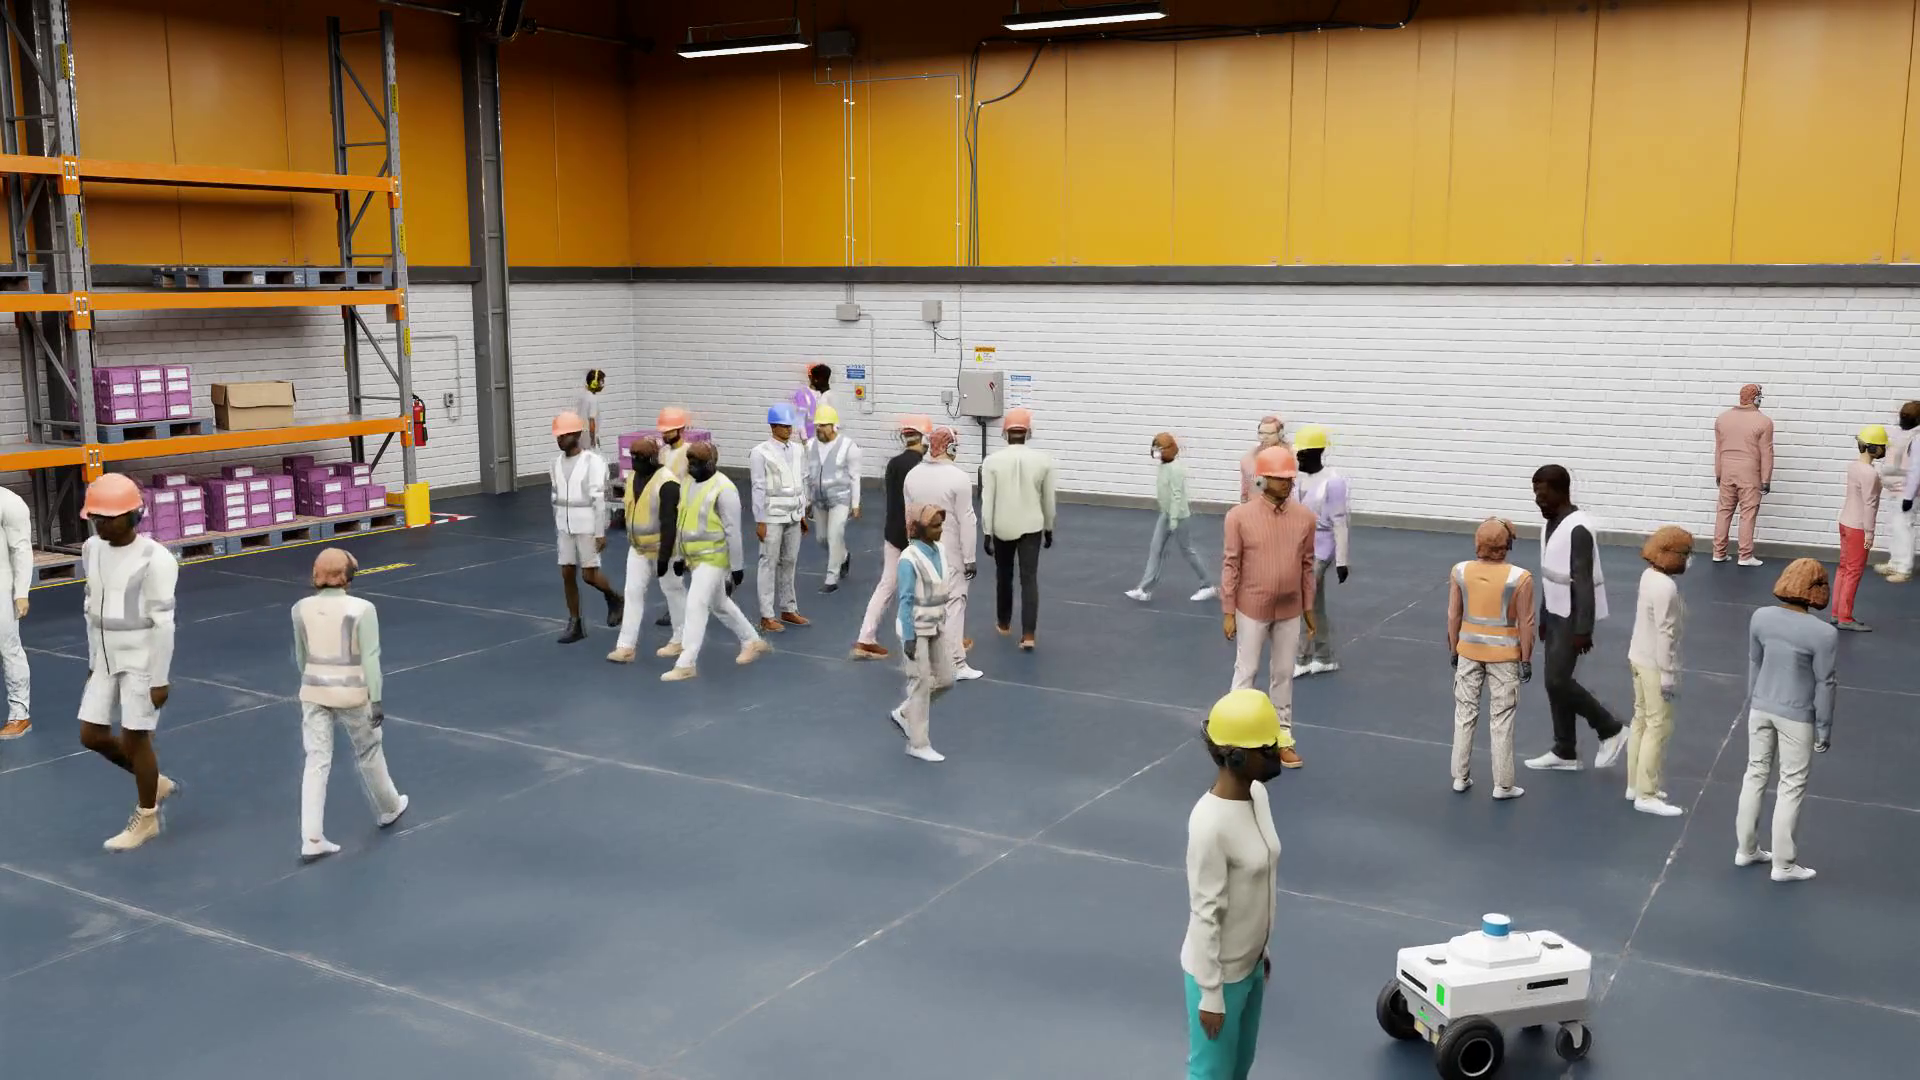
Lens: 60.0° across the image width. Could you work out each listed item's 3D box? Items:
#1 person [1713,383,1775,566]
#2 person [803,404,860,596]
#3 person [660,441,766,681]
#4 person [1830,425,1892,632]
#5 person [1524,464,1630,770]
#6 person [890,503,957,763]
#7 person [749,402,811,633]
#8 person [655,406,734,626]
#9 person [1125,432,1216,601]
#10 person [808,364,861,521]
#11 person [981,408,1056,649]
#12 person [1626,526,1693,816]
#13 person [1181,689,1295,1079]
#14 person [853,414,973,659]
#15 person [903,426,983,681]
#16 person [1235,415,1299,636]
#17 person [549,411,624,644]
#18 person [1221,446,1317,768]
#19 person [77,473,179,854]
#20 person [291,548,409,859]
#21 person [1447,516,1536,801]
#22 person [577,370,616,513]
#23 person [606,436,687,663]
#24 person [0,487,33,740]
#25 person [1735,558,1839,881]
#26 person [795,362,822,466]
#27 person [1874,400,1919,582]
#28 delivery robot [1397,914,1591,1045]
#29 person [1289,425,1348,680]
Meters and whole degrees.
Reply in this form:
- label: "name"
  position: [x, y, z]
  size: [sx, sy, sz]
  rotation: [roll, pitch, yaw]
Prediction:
- label: "person"
  position: [8.155, -0.676, 17.289]
  size: [0.402, 1.903, 0.642]
  rotation: [-6, 11, -32]
- label: "person"
  position: [-1.194, -0.407, 15.908]
  size: [0.604, 1.810, 0.741]
  rotation: [4, 10, 26]
- label: "person"
  position: [-1.855, 0.131, 12.616]
  size: [0.948, 1.798, 0.618]
  rotation: [-7, 11, -37]
- label: "person"
  position: [7.671, -0.102, 14.142]
  size: [0.342, 1.756, 0.518]
  rotation: [2, 9, 11]
- label: "person"
  position: [3.716, 0.480, 10.101]
  size: [0.551, 1.884, 0.646]
  rotation: [0, 9, 3]
- label: "person"
  position: [-0.240, 0.571, 10.342]
  size: [0.410, 1.620, 0.533]
  rotation: [5, 11, 30]
- label: "person"
  position: [-1.522, -0.197, 14.140]
  size: [0.391, 1.948, 0.605]
  rotation: [7, 11, 37]
- label: "person"
  position: [-2.353, -0.218, 14.381]
  size: [0.576, 1.912, 0.630]
  rotation: [9, 13, 44]
- label: "person"
  position: [1.966, -0.205, 15.324]
  size: [0.879, 1.585, 0.539]
  rotation: [-3, 10, -20]
- label: "person"
  position: [-1.565, -1.173, 20.242]
  size: [0.551, 1.943, 0.632]
  rotation: [3, 10, 19]
- label: "person"
  position: [0.486, -0.105, 13.613]
  size: [0.637, 1.942, 1.035]
  rotation: [-1, 9, -5]
- label: "person"
  position: [3.946, 0.726, 9.406]
  size: [0.309, 1.623, 0.532]
  rotation: [1, 9, 8]
- label: "person"
  position: [0.832, 1.335, 5.210]
  size: [0.395, 1.778, 0.537]
  rotation: [5, 10, 27]
- label: "person"
  position: [-0.411, -0.021, 13.108]
  size: [0.983, 1.936, 0.606]
  rotation: [-7, 12, -38]
- label: "person"
  position: [-0.110, 0.099, 12.428]
  size: [0.640, 1.906, 0.407]
  rotation: [8, 12, 40]
- label: "person"
  position: [2.584, -0.103, 13.877]
  size: [0.642, 1.847, 1.024]
  rotation: [5, 10, 28]
- label: "person"
  position: [-3.106, -0.118, 13.735]
  size: [0.555, 1.918, 0.612]
  rotation: [4, 10, 24]
- label: "person"
  position: [1.898, 0.419, 10.153]
  size: [0.620, 1.991, 0.397]
  rotation: [-2, 9, -14]
- label: "person"
  position: [-4.340, 0.643, 8.669]
  size: [0.646, 2.018, 0.483]
  rotation: [4, 10, 24]
- label: "person"
  position: [-3.258, 0.835, 8.799]
  size: [0.561, 1.584, 0.864]
  rotation: [2, 9, 11]
- label: "person"
  position: [3.057, 0.681, 9.602]
  size: [0.516, 1.645, 0.308]
  rotation: [8, 12, 39]
- label: "person"
  position: [-4.592, -1.224, 20.917]
  size: [0.879, 1.823, 0.553]
  rotation: [-8, 12, -39]
- label: "person"
  position: [-2.414, 0.082, 12.915]
  size: [0.637, 1.787, 0.869]
  rotation: [7, 11, 36]
- label: "person"
  position: [-6.350, 0.340, 10.816]
  size: [0.635, 1.938, 0.360]
  rotation: [1, 9, 5]
- label: "person"
  position: [4.157, 0.893, 8.347]
  size: [0.291, 1.623, 0.494]
  rotation: [-4, 10, -24]
- label: "person"
  position: [-1.958, -1.388, 21.777]
  size: [0.558, 1.896, 0.991]
  rotation: [-8, 12, -41]
- label: "person"
  position: [9.259, -0.476, 16.360]
  size: [0.433, 1.813, 0.723]
  rotation: [2, 9, 11]
- label: "delivery robot"
  position: [2.060, 1.688, 6.417]
  size: [0.707, 0.478, 0.477]
  rotation: [-3, 9, -17]
- label: "person"
  position: [2.555, 0.096, 12.427]
  size: [0.707, 1.902, 0.625]
  rotation: [-3, 10, -20]
